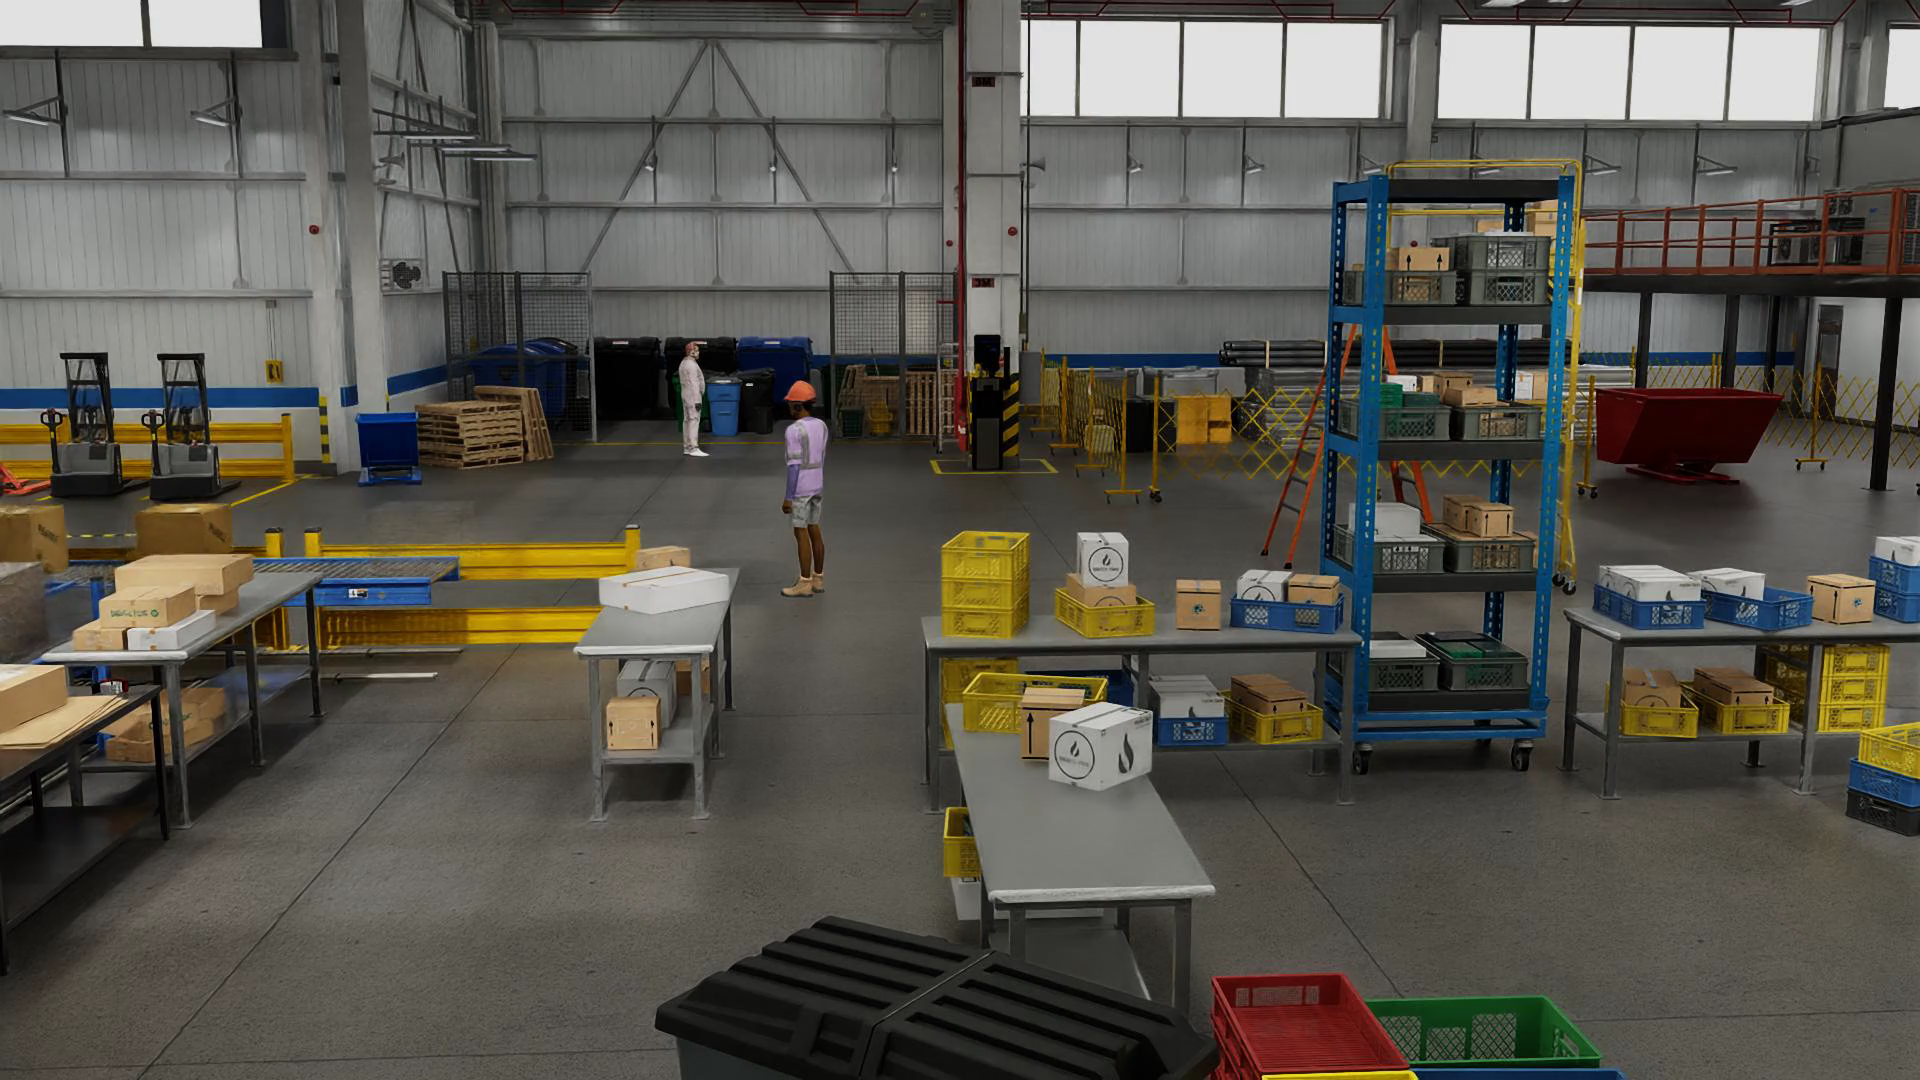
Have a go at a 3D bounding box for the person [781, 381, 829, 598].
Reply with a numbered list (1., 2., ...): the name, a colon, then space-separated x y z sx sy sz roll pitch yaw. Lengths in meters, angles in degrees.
1. person: -1.484 -0.477 15.693 0.365 2.048 0.608 4 10 24

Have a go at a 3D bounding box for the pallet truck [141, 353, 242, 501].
1. pallet truck: -10.520 -1.604 22.925 0.823 1.965 1.885 -1 9 -6

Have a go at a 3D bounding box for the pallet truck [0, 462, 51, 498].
1. pallet truck: -13.193 -1.293 23.148 0.653 1.274 1.630 -1 9 -4

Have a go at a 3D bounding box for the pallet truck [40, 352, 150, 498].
1. pallet truck: -11.907 -1.642 23.165 0.823 1.965 1.885 0 9 0

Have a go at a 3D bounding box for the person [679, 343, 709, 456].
1. person: -4.473 -2.354 27.921 0.408 1.908 0.645 -5 10 -27
